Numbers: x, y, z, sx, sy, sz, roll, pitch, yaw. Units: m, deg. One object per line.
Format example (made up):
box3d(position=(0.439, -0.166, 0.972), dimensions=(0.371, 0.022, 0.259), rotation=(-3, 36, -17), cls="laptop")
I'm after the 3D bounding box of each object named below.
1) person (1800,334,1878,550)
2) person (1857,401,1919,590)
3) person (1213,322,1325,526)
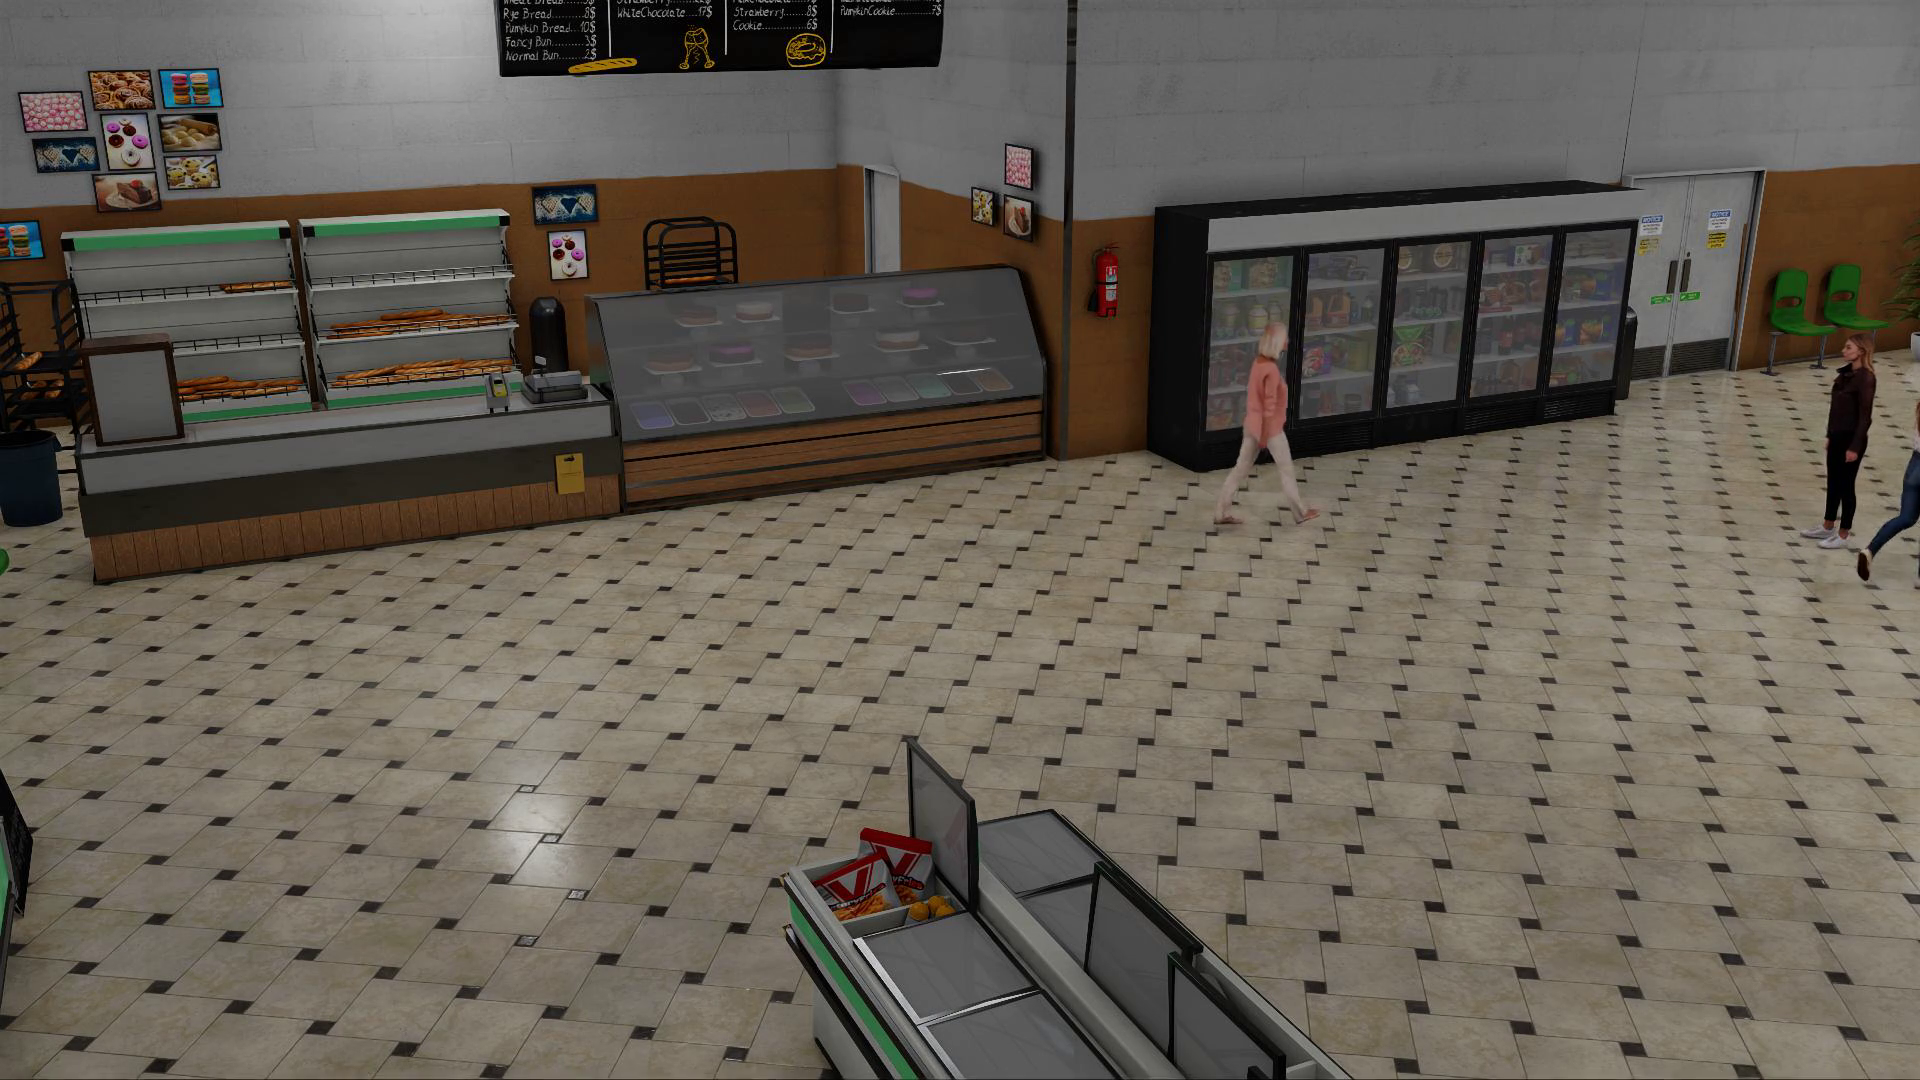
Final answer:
box3d(position=(6.950, -0.779, 13.019), dimensions=(0.731, 1.703, 0.601), rotation=(1, 19, 2), cls="person")
box3d(position=(6.932, -0.448, 12.025), dimensions=(0.690, 1.712, 0.923), rotation=(-5, 19, -16), cls="person")
box3d(position=(2.357, -0.880, 13.369), dimensions=(0.797, 1.671, 1.117), rotation=(-5, 19, -13), cls="person")
